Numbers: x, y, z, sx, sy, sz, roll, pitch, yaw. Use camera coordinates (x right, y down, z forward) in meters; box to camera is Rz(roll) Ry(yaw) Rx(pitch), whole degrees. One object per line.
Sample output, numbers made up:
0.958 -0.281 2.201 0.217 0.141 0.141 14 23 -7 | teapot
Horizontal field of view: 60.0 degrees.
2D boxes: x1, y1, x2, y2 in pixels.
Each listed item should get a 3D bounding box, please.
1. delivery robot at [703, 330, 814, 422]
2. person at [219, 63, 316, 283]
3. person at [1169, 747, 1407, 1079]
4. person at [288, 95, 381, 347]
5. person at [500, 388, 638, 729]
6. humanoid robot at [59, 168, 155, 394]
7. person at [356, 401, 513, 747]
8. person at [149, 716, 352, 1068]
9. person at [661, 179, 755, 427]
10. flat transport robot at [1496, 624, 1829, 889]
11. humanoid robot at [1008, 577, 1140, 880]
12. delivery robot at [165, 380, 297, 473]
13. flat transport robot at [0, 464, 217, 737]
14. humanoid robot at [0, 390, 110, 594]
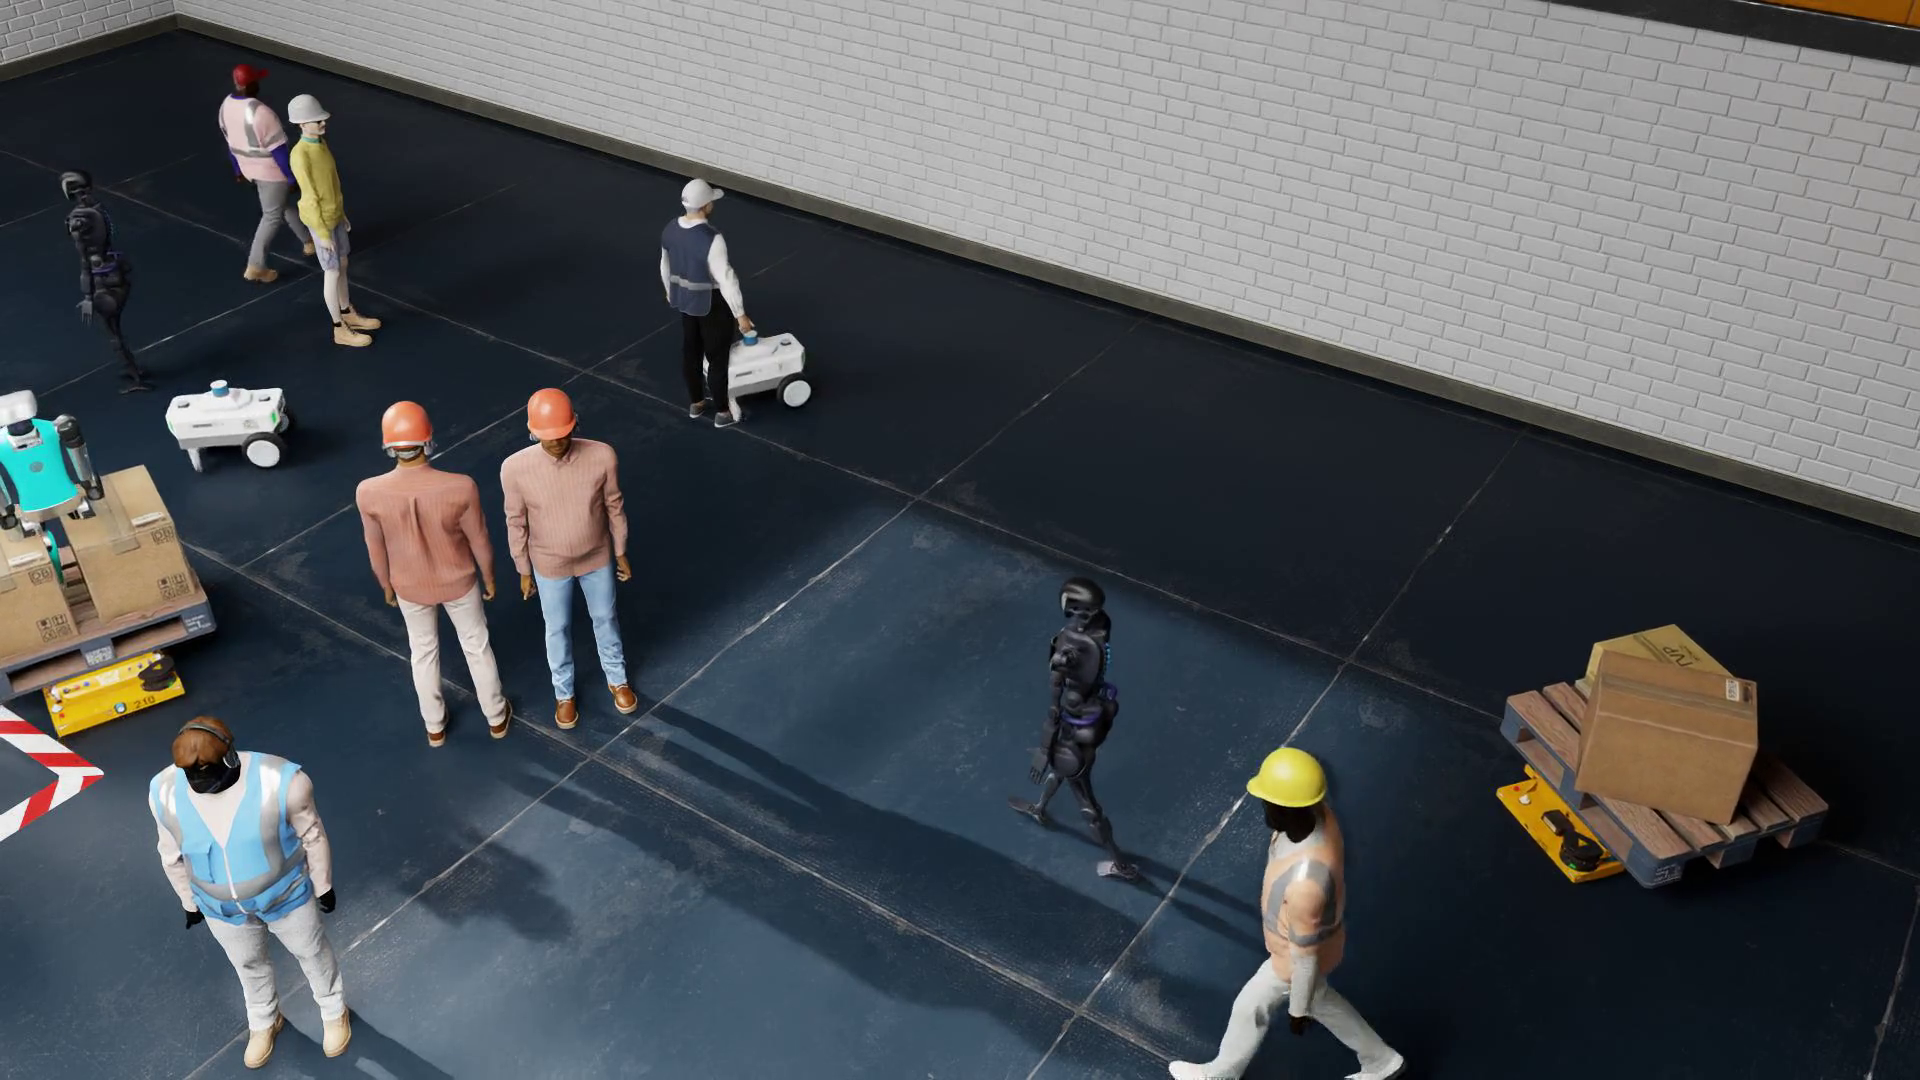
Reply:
-1.426 -1.193 11.731 0.780 0.609 0.511 -16 38 -21 | delivery robot
-5.510 -2.938 13.210 0.613 1.707 0.928 24 42 30 | person
1.395 1.597 6.585 0.919 1.877 0.630 9 36 12 | person
-4.640 -2.341 12.197 0.384 1.892 0.474 0 35 0 | person
-2.009 0.091 8.631 0.609 1.995 0.376 -13 37 -18 | person
-5.974 -1.774 11.574 0.366 1.650 0.597 -5 35 -8 | humanoid robot
-2.676 0.186 8.509 0.609 1.983 0.408 -5 35 -6 | person
-2.888 1.448 6.823 0.633 1.841 0.429 -5 35 -7 | person
-1.724 -1.600 11.249 0.772 1.755 0.450 24 42 30 | person
3.524 1.293 8.416 1.431 0.231 0.659 -11 37 -16 | flat transport robot
0.551 0.870 7.841 0.791 1.631 0.584 18 39 24 | humanoid robot
-4.862 -0.787 11.139 0.766 0.595 0.508 -5 35 -8 | delivery robot
-4.946 0.554 9.472 0.659 0.231 1.431 -21 40 -27 | flat transport robot
-4.964 -0.067 9.147 0.539 1.868 0.728 -23 41 -29 | humanoid robot
